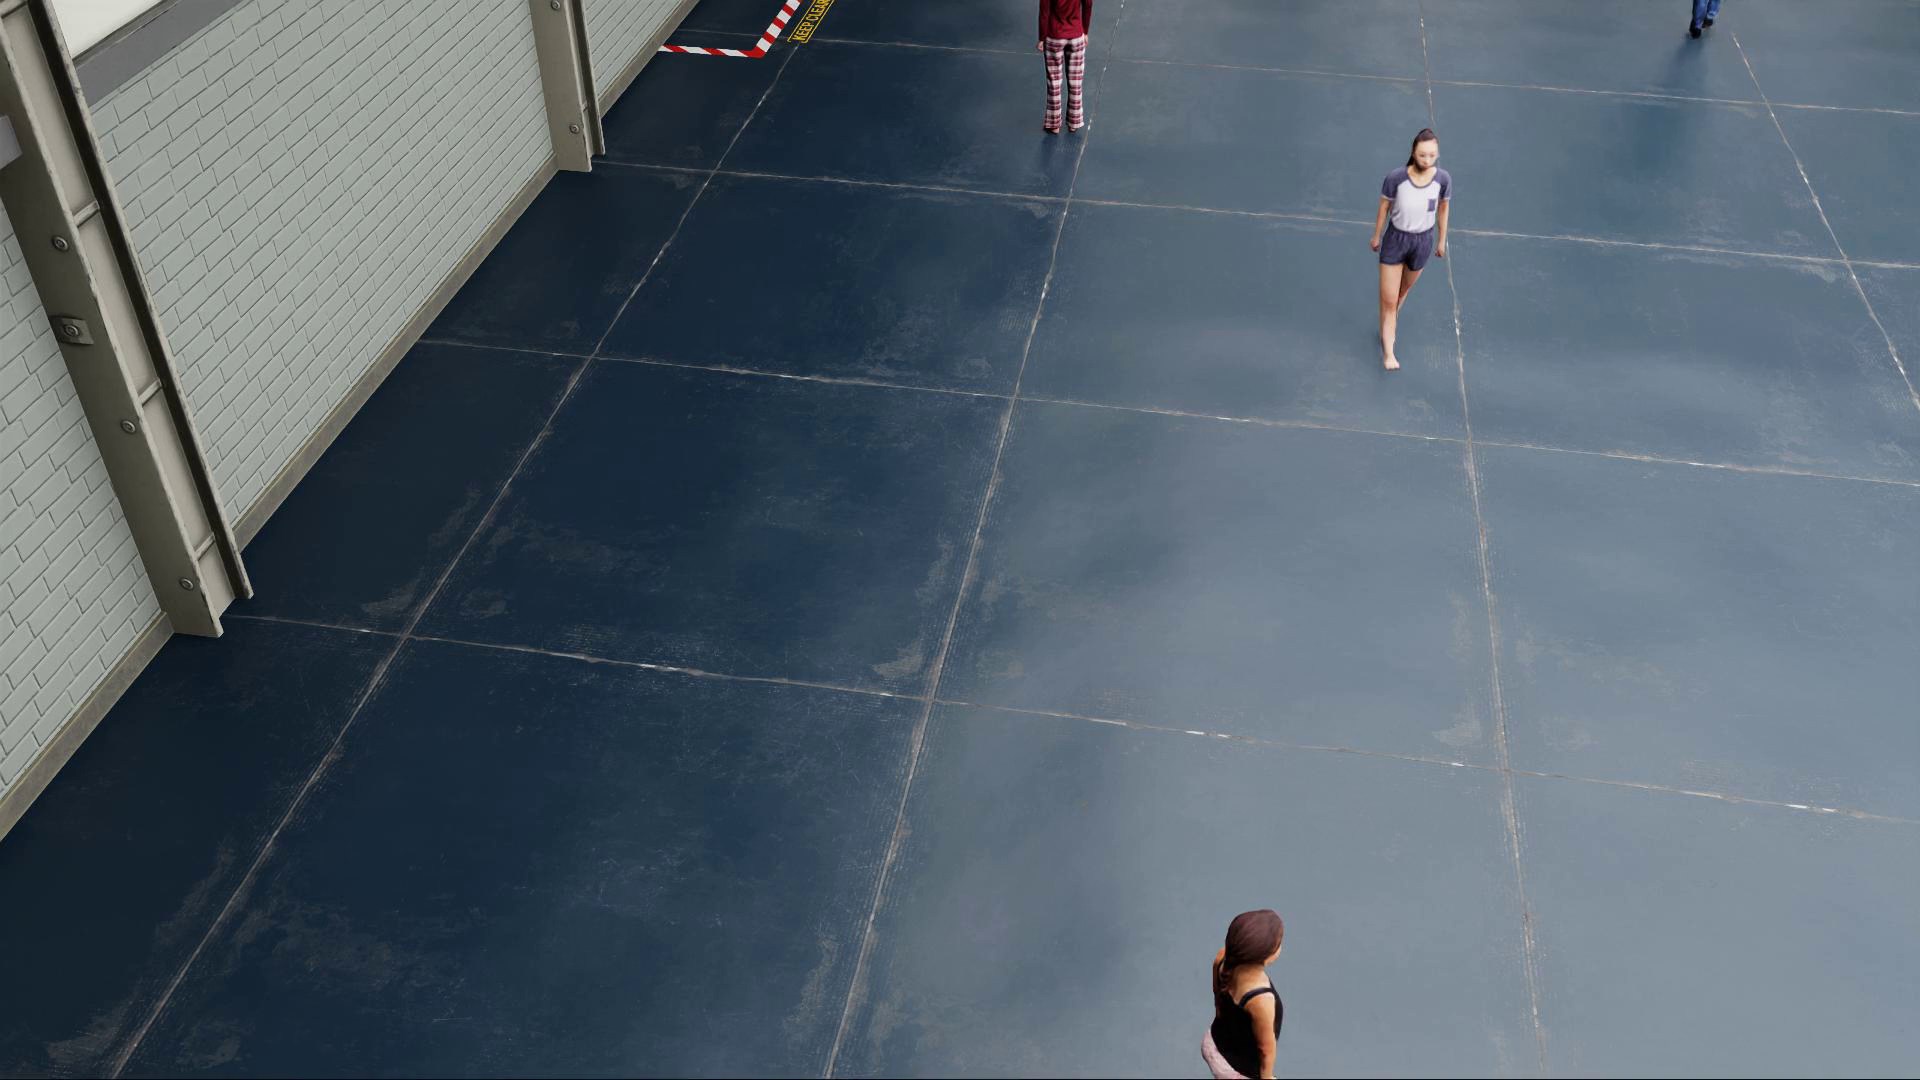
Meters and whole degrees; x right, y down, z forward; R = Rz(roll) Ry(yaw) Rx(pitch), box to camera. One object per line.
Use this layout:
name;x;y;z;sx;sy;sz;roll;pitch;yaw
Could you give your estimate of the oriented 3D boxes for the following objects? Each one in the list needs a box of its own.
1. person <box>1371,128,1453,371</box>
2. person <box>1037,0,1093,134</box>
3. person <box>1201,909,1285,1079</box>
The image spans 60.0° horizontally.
person;3.002;-2.022;11.281;0.740;1.620;1.010;-1;38;-2
person;0.890;-4.290;14.118;0.678;1.697;0.646;-9;39;-11
person;1.007;1.967;6.234;0.813;1.557;0.816;-13;40;-17
